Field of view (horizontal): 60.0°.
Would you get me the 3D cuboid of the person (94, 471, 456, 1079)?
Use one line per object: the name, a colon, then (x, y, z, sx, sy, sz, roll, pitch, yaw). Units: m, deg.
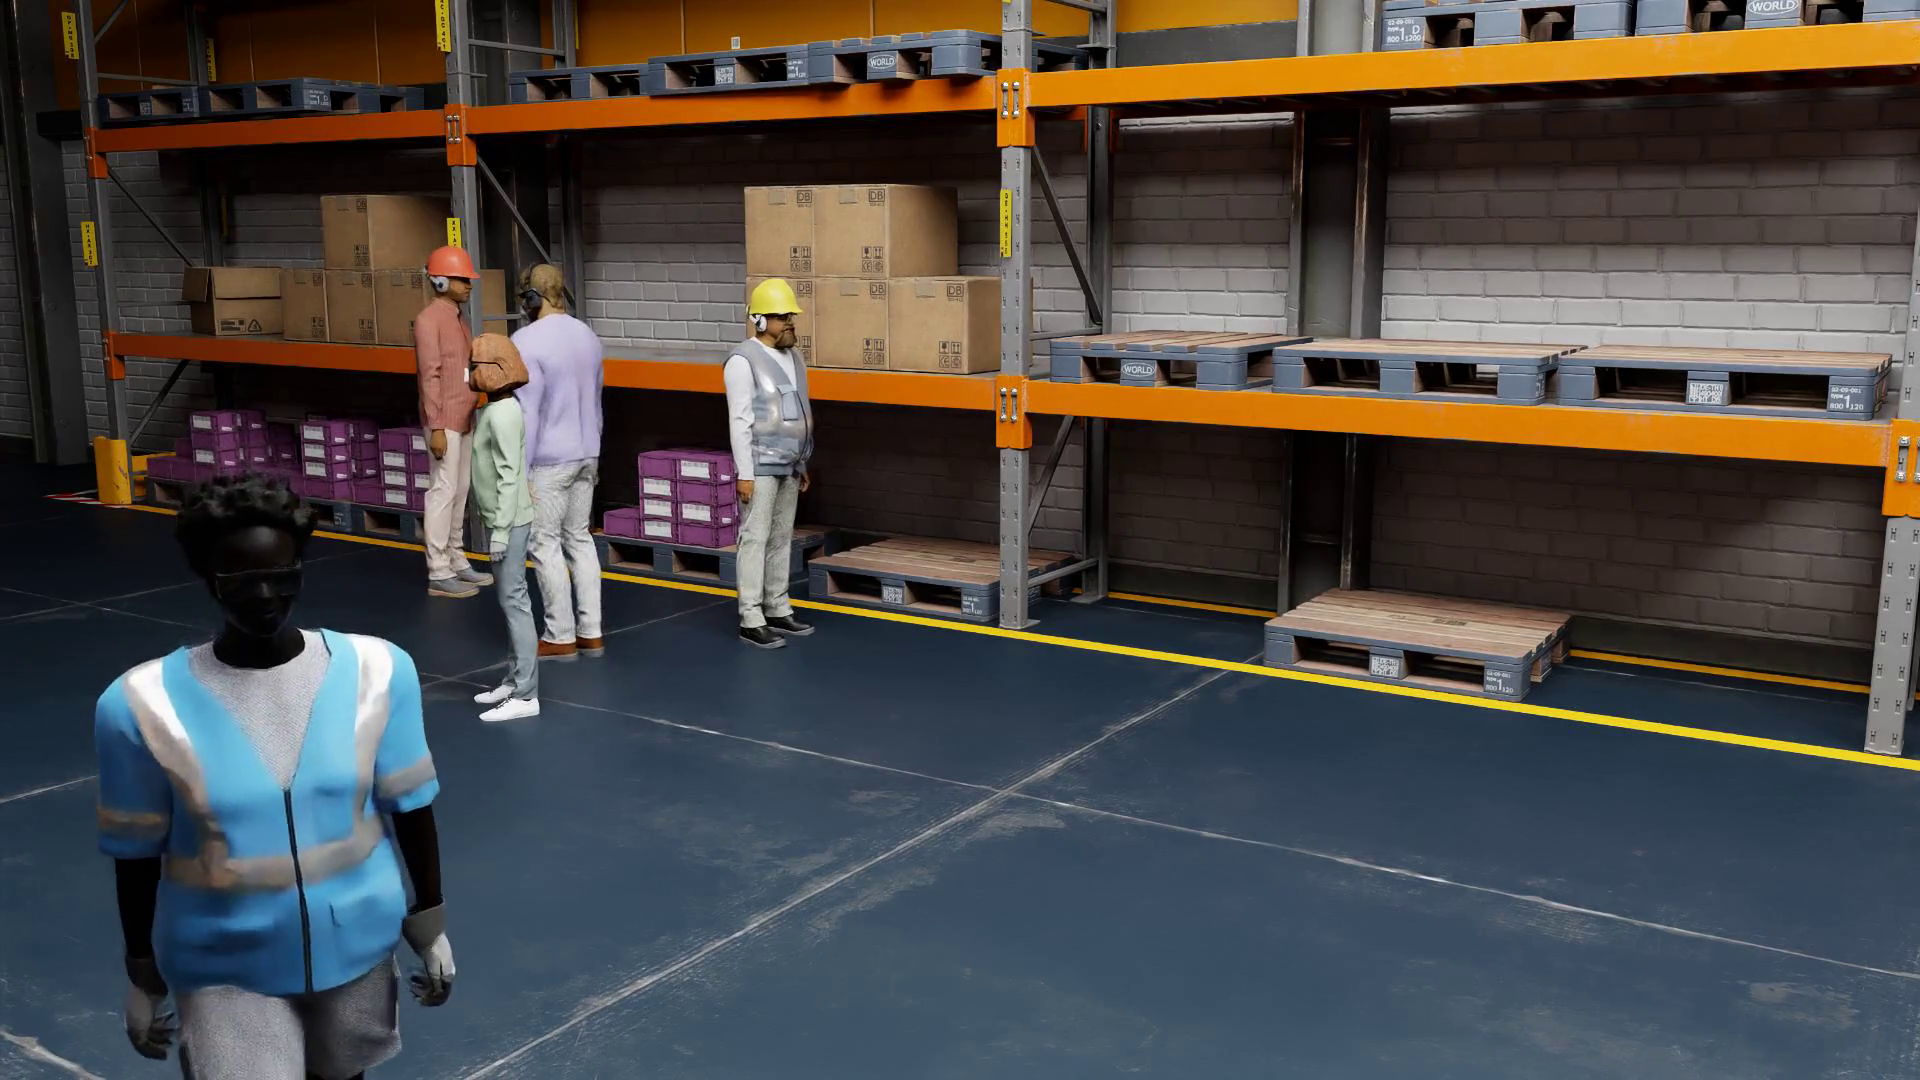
person: (-1.168, 0.690, 2.877, 0.536, 1.656, 0.850, -7, 12, -34)

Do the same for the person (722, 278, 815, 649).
person: (-0.935, -0.390, 8.363, 0.404, 1.834, 0.591, 5, 11, 26)

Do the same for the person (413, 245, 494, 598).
person: (-2.895, -0.678, 9.518, 0.402, 1.990, 0.622, 0, 10, 1)

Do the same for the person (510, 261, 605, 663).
person: (-1.922, -0.366, 7.991, 0.412, 1.917, 0.647, 4, 11, 23)

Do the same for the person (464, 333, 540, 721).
person: (-1.951, -0.057, 7.065, 0.283, 1.636, 0.500, -3, 11, -18)
